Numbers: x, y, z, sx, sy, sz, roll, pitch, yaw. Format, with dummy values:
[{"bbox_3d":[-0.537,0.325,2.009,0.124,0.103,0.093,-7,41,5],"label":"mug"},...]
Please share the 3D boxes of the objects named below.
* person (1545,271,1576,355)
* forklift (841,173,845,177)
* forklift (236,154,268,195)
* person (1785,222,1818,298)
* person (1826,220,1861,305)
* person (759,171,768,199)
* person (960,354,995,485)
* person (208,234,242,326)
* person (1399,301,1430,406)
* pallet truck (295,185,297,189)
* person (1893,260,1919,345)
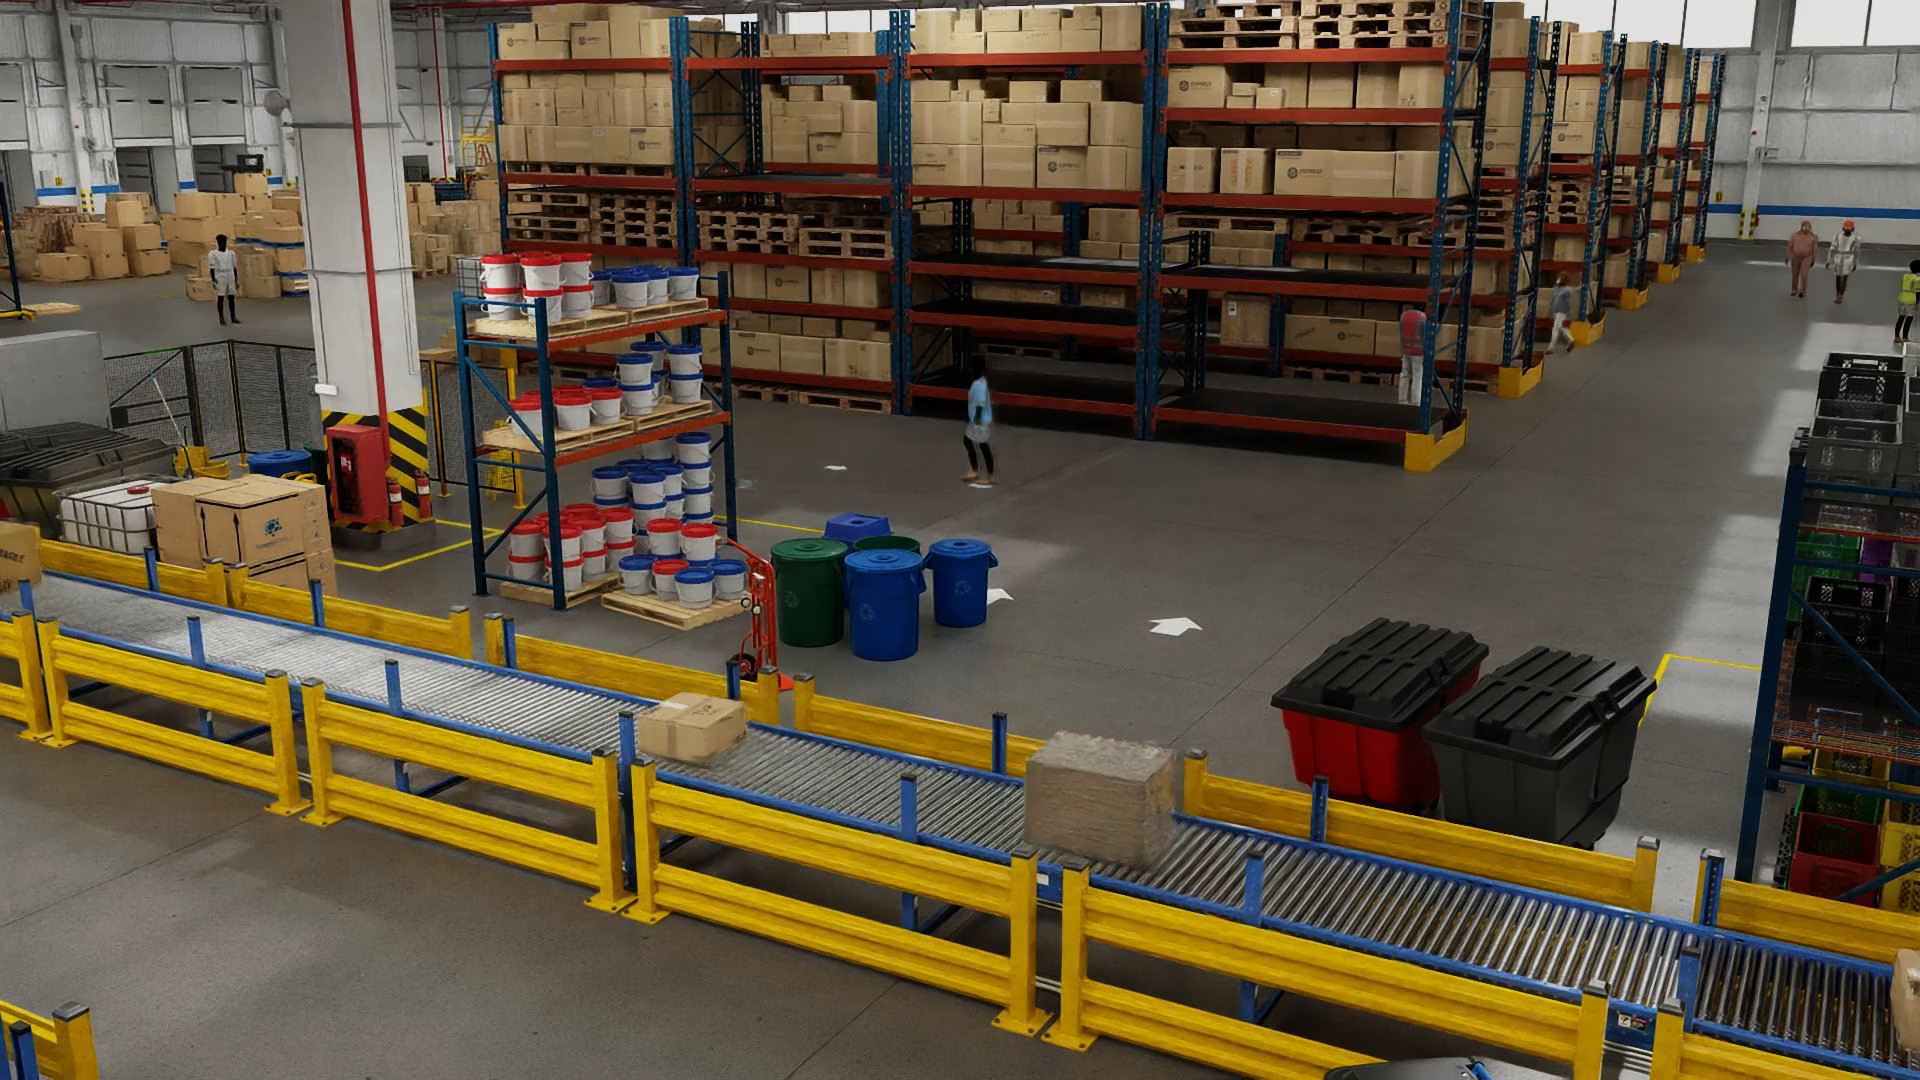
[{"bbox_3d":[11.578,-4.371,31.967,0.748,1.610,0.502,-3,15,-13],"label":"person"},{"bbox_3d":[-4.279,-11.382,55.887,1.129,2.768,1.873,8,17,27],"label":"forklift"},{"bbox_3d":[-25.676,-12.614,60.518,1.873,2.768,1.129,8,17,28],"label":"forklift"},{"bbox_3d":[20.778,-6.928,41.119,0.662,1.854,1.004,9,18,32],"label":"person"},{"bbox_3d":[21.207,-6.674,39.919,0.625,1.995,1.064,12,19,38],"label":"person"},{"bbox_3d":[-8.060,-14.018,67.602,0.635,1.936,0.355,1,15,2],"label":"person"},{"bbox_3d":[0.194,-1.517,21.078,0.583,1.676,0.548,0,15,-1],"label":"person"},{"bbox_3d":[-15.932,-5.638,36.049,0.367,1.965,0.604,13,19,39],"label":"person"},{"bbox_3d":[7.170,-2.935,26.148,0.429,1.836,0.614,-9,17,-29],"label":"person"},{"bbox_3d":[-26.804,-14.617,69.738,1.885,1.965,0.823,-14,20,-42],"label":"pallet truck"},{"bbox_3d":[18.999,-4.760,33.276,0.321,1.689,0.530,-3,15,-10],"label":"person"}]
